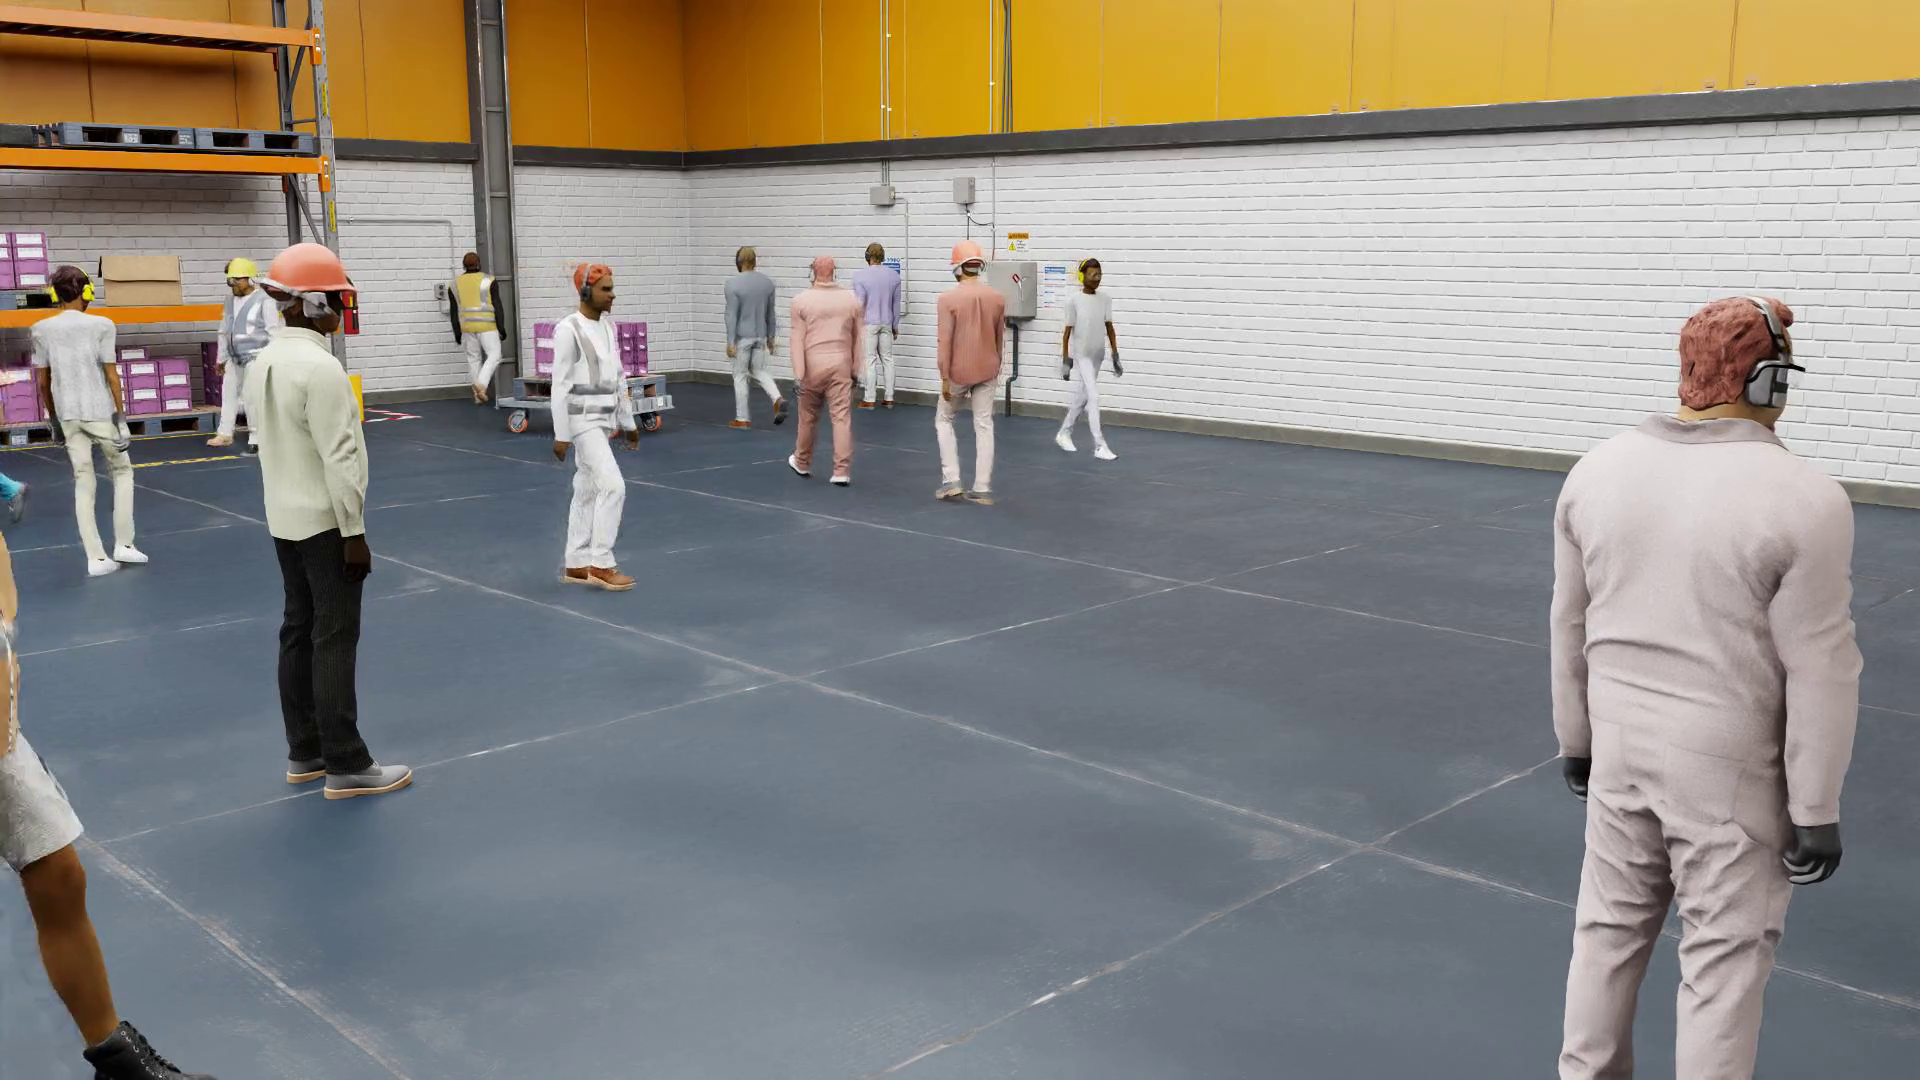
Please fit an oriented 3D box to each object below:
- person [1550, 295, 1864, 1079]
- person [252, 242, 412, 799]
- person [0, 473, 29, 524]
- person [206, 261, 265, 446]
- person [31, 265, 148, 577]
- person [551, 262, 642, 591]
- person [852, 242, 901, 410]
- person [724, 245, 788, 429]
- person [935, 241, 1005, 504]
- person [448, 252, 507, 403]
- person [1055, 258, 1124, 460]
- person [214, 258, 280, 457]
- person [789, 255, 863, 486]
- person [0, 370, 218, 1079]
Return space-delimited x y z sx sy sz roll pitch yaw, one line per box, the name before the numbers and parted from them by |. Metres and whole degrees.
person | 1.533 0.455 3.437 0.403 1.904 0.652 -6 12 -30
person | -2.309 -0.064 6.019 0.608 1.996 0.376 10 14 43
person | -6.659 -0.915 11.138 0.574 1.820 0.782 5 11 24
person | -6.893 -1.835 16.237 0.611 1.797 0.968 6 12 29
person | -5.213 -0.718 9.990 0.540 1.840 0.629 -1 10 -5
person | -2.038 -0.642 9.523 0.652 1.859 0.580 2 11 10
person | -0.979 -2.487 19.379 0.635 1.938 0.359 -7 12 -34
person | -2.147 -2.088 17.273 0.670 1.922 0.635 9 14 42
person | 0.056 -1.264 12.614 0.613 1.973 0.602 -5 12 -25
person | -5.782 -2.532 19.929 0.664 1.826 0.667 2 11 9
person | 1.168 -1.682 15.339 0.519 1.826 0.970 -7 13 -34
person | -6.567 -1.661 15.217 0.611 1.806 0.671 5 12 28
person | -1.121 -1.398 13.677 0.665 1.850 1.006 -5 11 -24
person | -2.260 0.425 3.650 1.013 1.893 0.556 -1 10 -4
